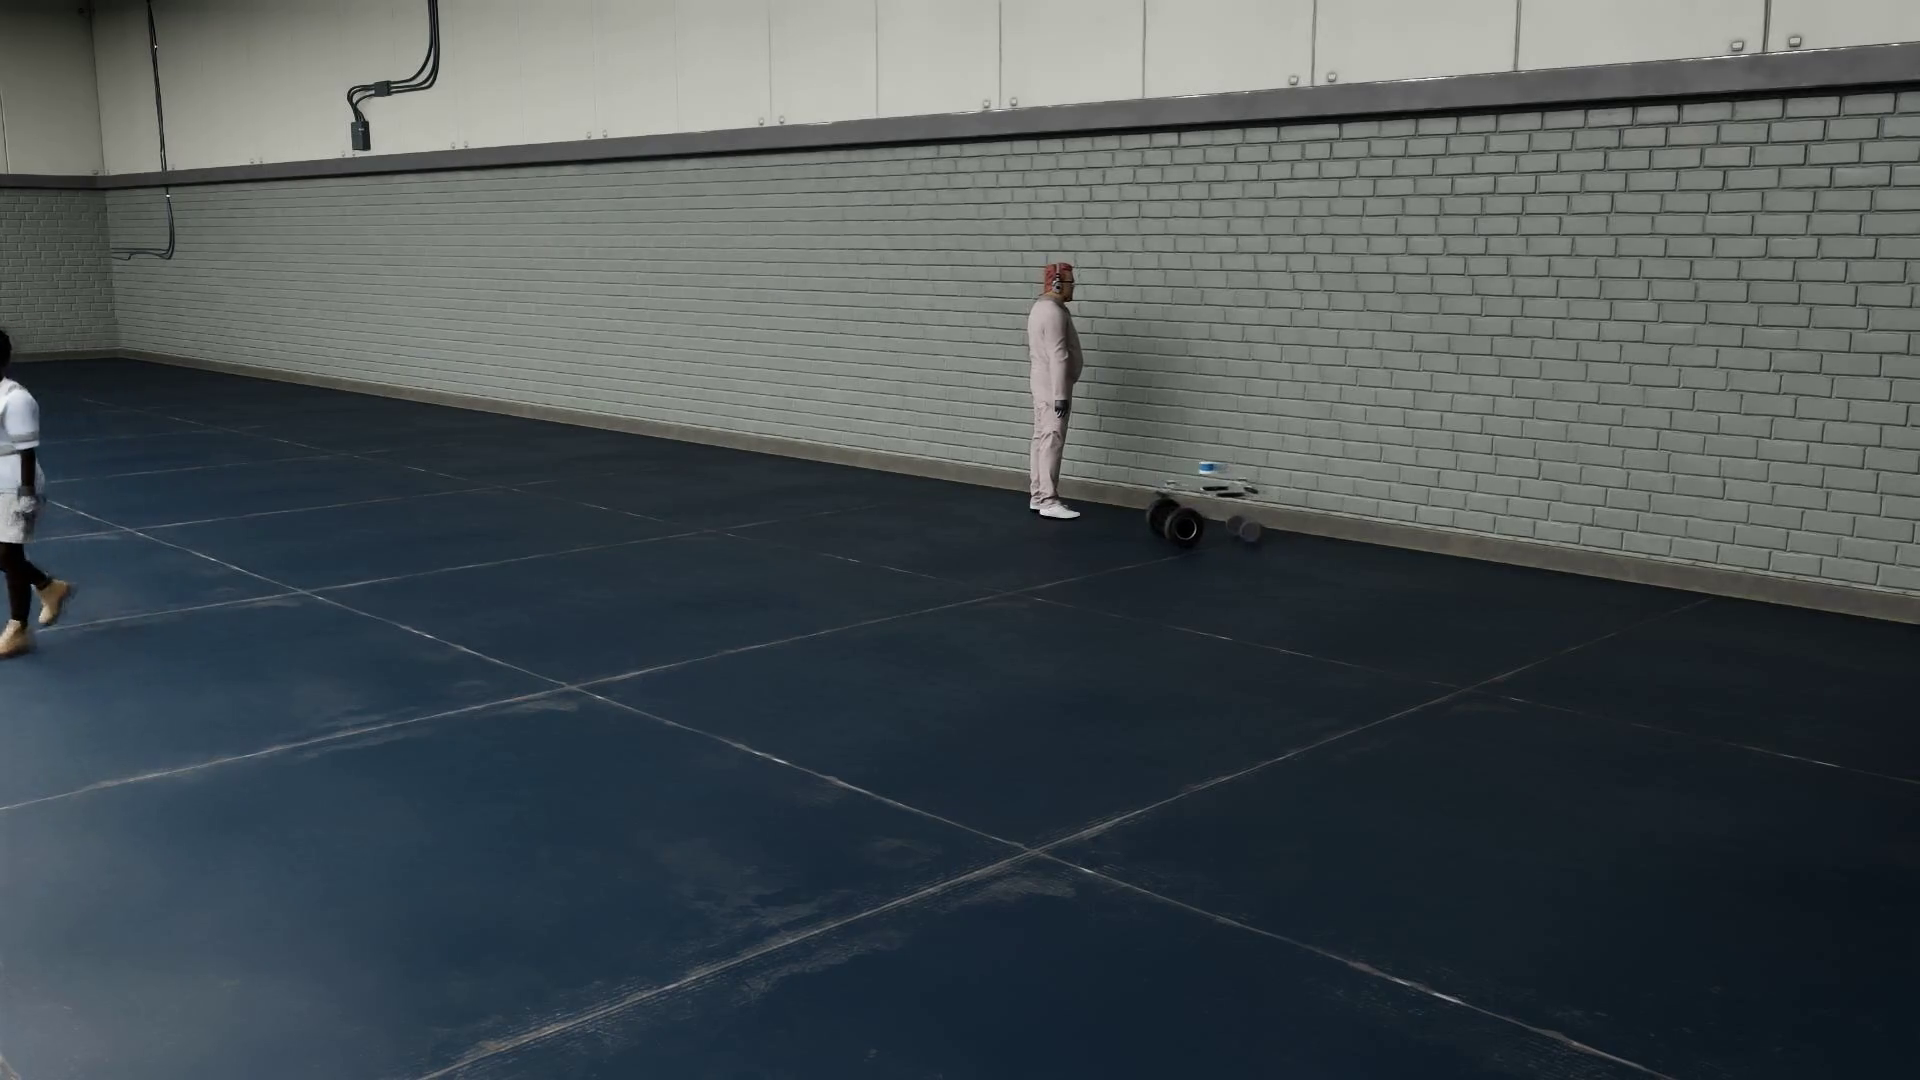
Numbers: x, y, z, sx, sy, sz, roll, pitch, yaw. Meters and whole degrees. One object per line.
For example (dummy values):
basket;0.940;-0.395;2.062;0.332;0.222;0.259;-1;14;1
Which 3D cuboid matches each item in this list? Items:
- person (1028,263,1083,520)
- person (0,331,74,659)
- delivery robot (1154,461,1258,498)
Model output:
person;0.726;-1.123;12.520;0.403;1.906;0.652;-2;11;-9
person;-4.801;-0.265;8.432;0.547;1.679;0.495;6;12;29
delivery robot;1.710;-0.429;11.558;0.698;0.223;0.335;-2;10;-12
